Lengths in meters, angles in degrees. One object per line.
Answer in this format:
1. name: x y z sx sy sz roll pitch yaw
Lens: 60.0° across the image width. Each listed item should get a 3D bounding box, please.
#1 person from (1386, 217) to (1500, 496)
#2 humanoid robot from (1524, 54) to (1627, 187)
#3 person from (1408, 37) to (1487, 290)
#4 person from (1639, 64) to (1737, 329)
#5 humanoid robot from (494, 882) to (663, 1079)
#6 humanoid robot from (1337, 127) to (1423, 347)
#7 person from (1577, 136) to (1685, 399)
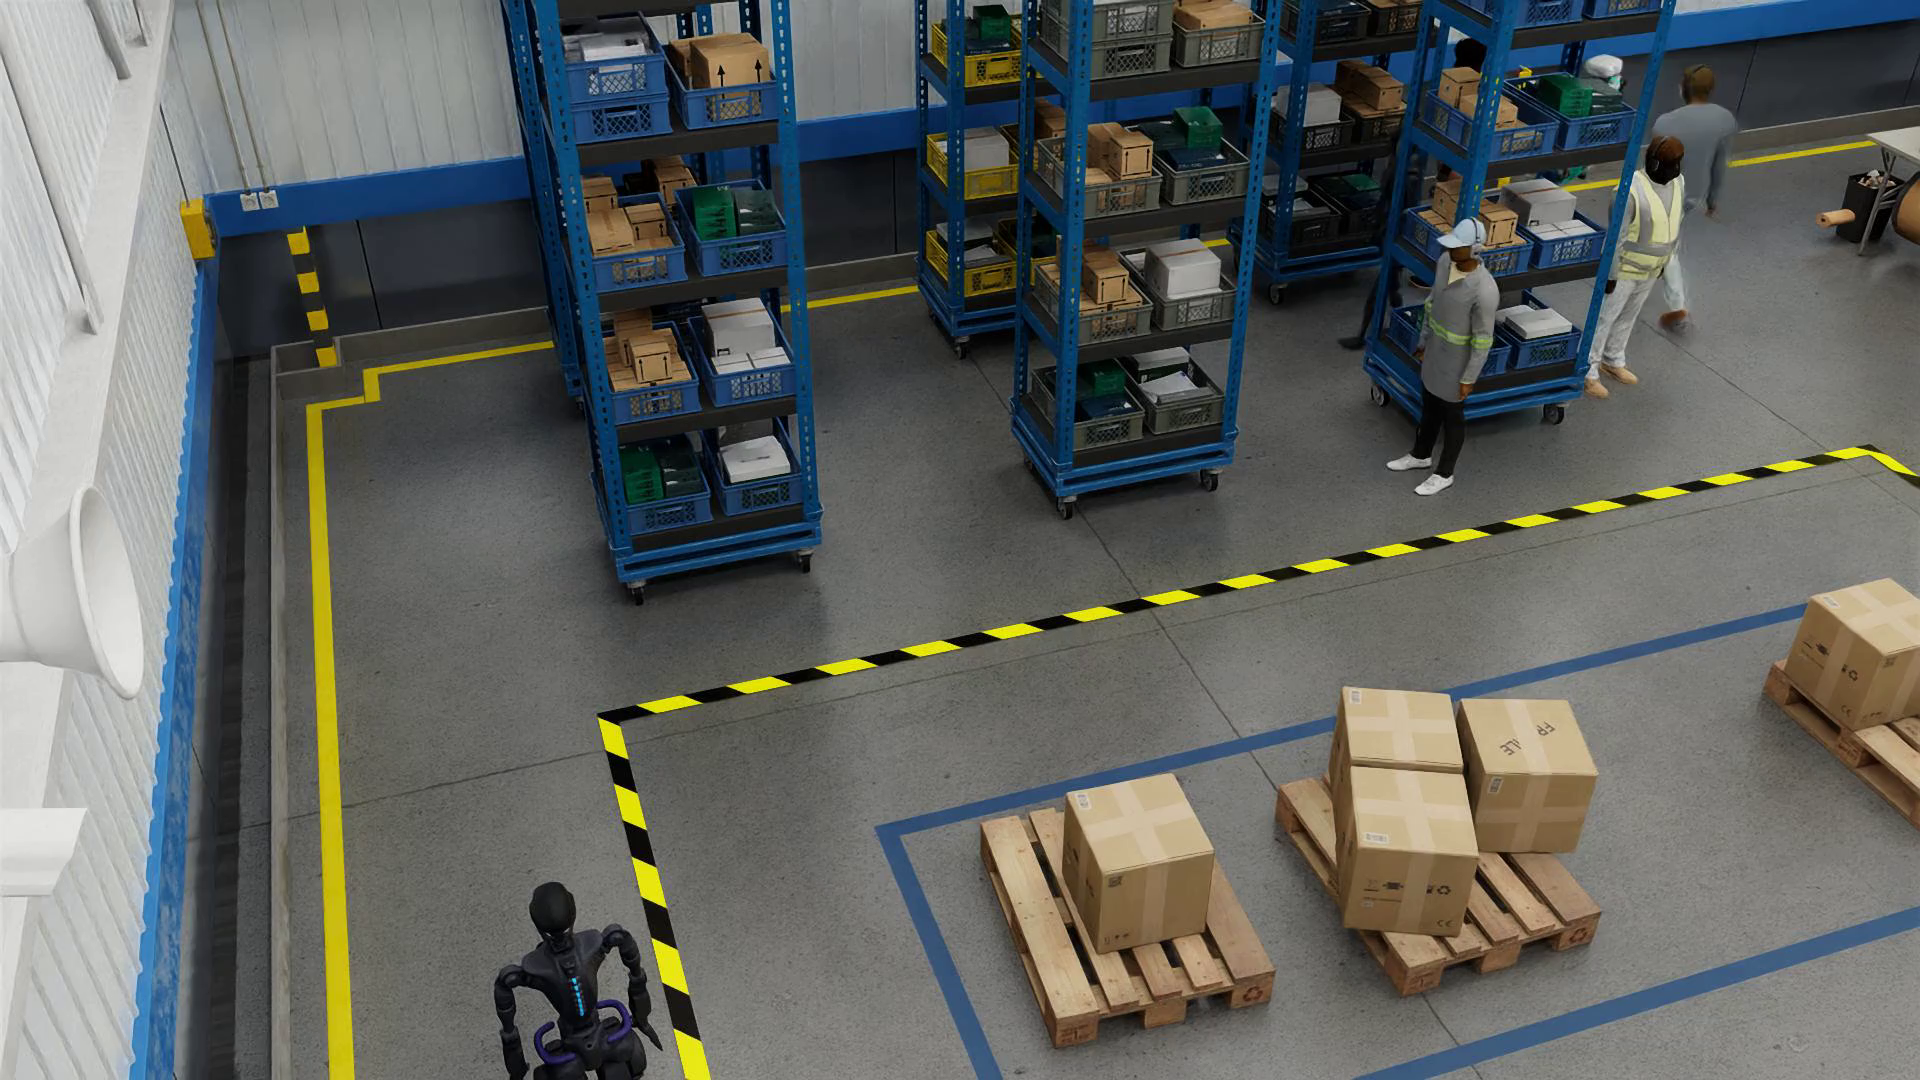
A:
1. person: 3.006 -1.134 10.289 0.391 1.853 0.587 -10 36 -14
2. humanoid robot: 4.633 -2.970 12.993 0.567 1.780 0.793 -27 43 -33
3. person: 3.760 -2.830 12.603 0.374 1.957 0.600 24 42 30
4. person: 5.300 -2.527 12.226 0.654 1.888 0.990 -7 36 -10
5. humanoid robot: -1.394 1.892 6.137 0.599 1.657 0.315 -18 39 -23
6. humanoid robot: 3.069 -2.178 11.933 0.639 1.636 0.608 -5 35 -7
7. person: 4.607 -1.867 11.338 0.622 1.845 0.431 -20 40 -26
